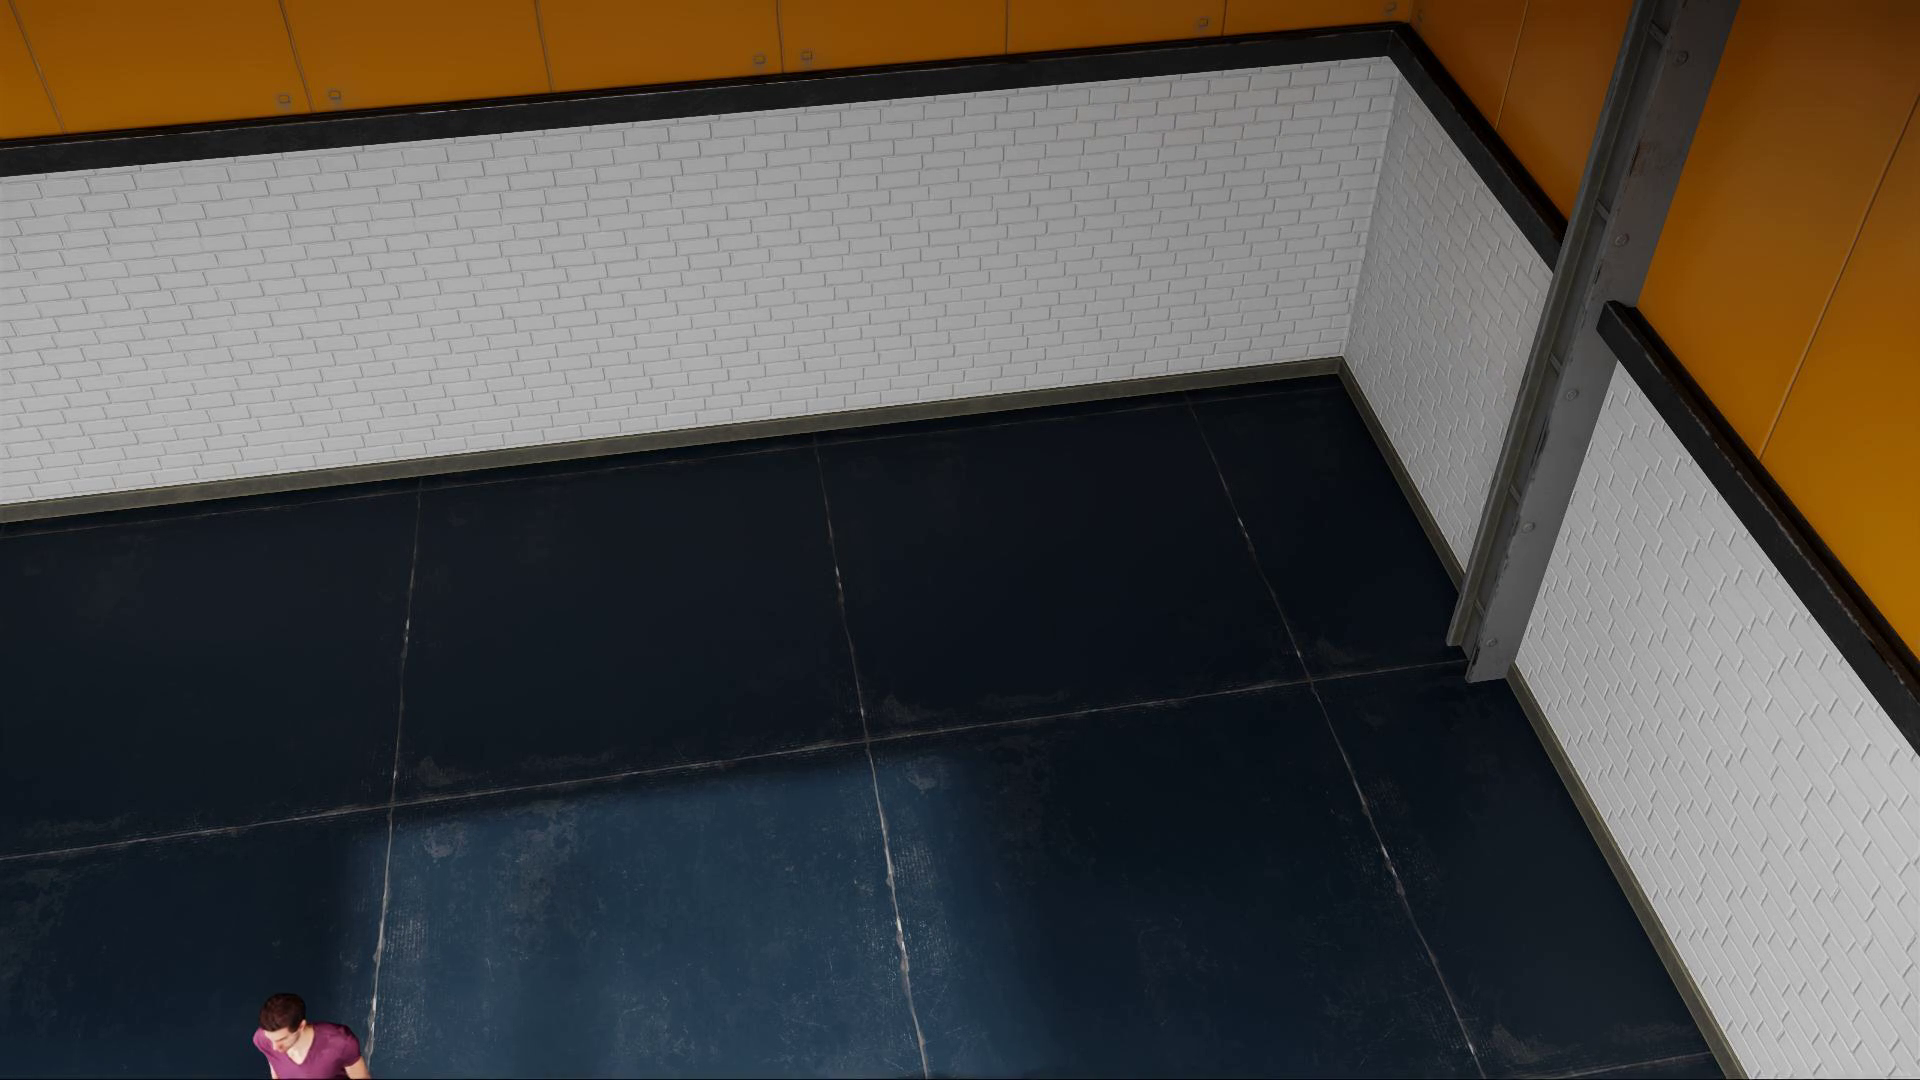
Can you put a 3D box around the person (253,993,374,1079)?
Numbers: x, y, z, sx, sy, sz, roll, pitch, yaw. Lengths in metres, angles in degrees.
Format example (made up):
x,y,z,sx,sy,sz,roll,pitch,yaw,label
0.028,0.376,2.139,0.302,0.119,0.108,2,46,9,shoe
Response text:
x,y,z,sx,sy,sz,roll,pitch,yaw,label
-3.008,2.688,7.989,0.702,1.848,0.639,5,44,5,person
